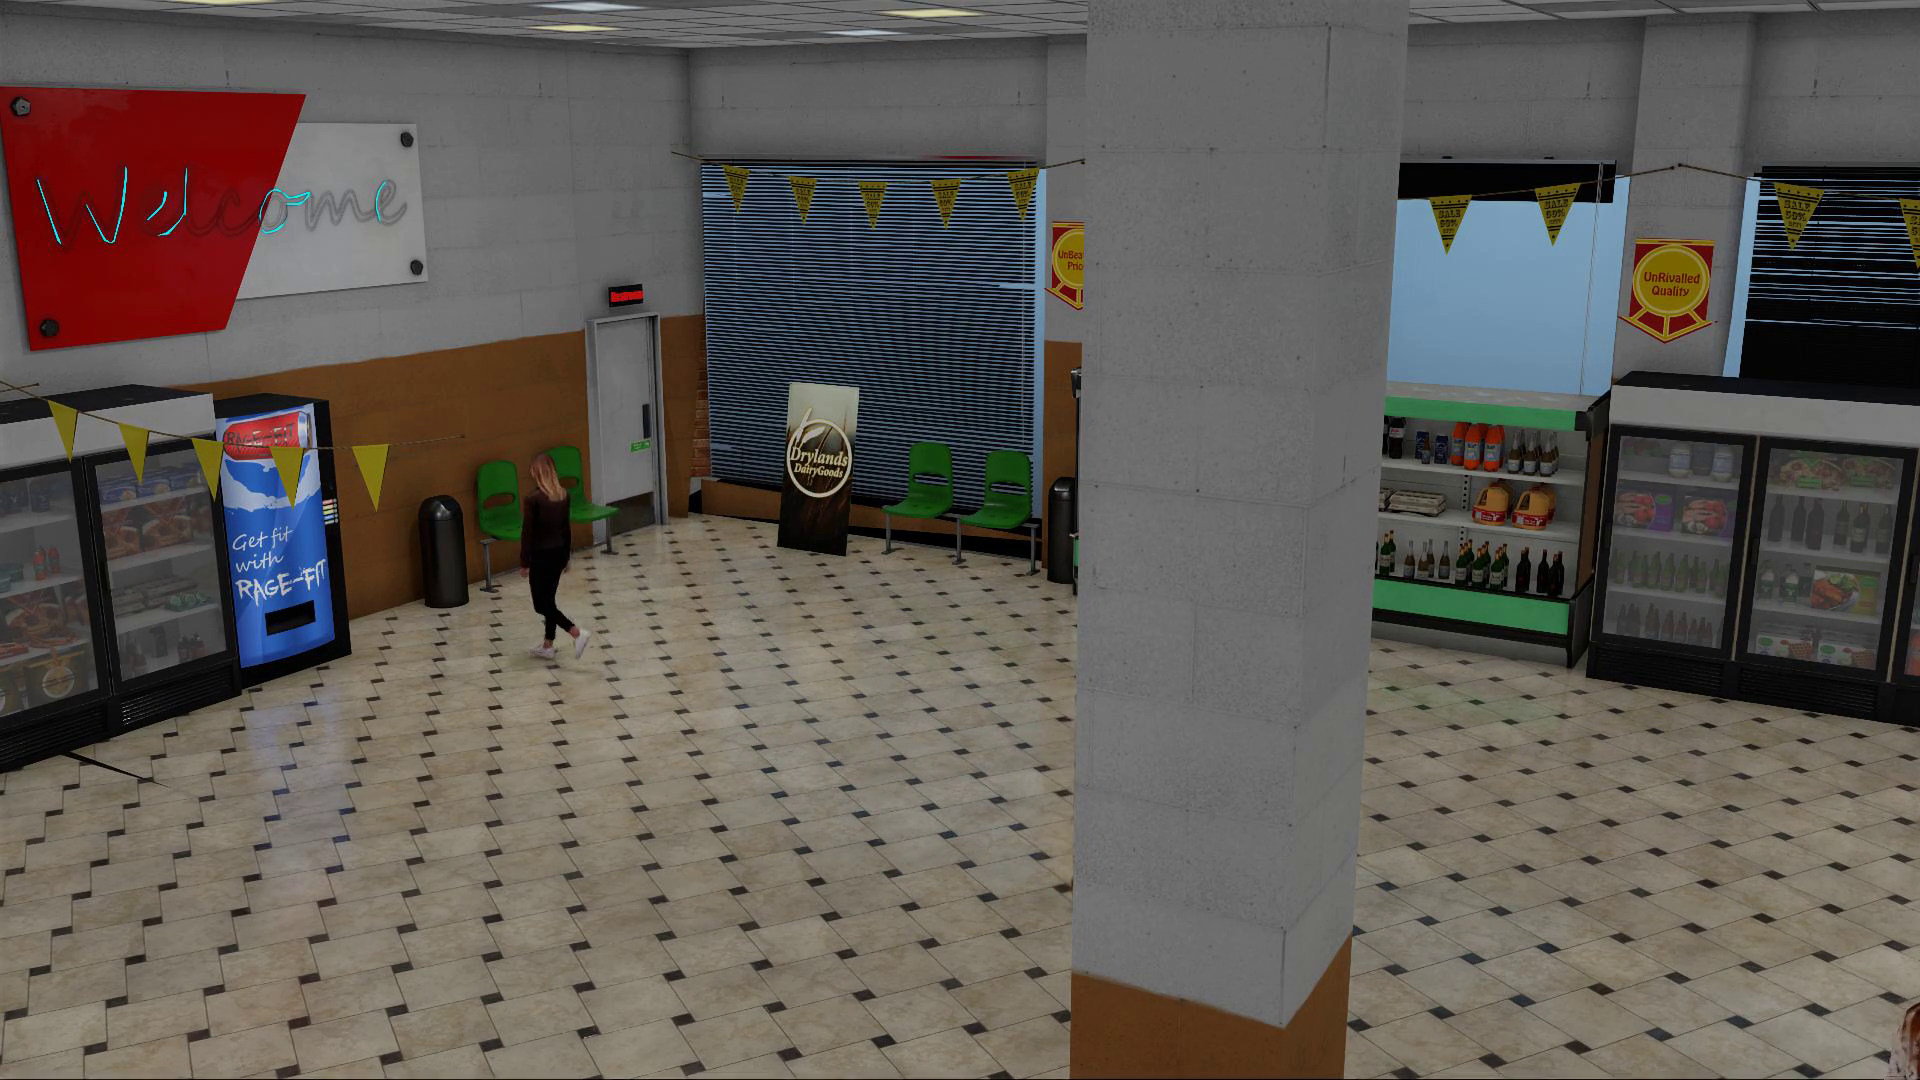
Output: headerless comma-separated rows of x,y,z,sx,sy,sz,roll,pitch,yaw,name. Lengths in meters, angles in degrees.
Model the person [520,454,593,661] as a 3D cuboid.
-3.198,0.177,13.094,0.927,1.686,0.624,8,16,28,person
